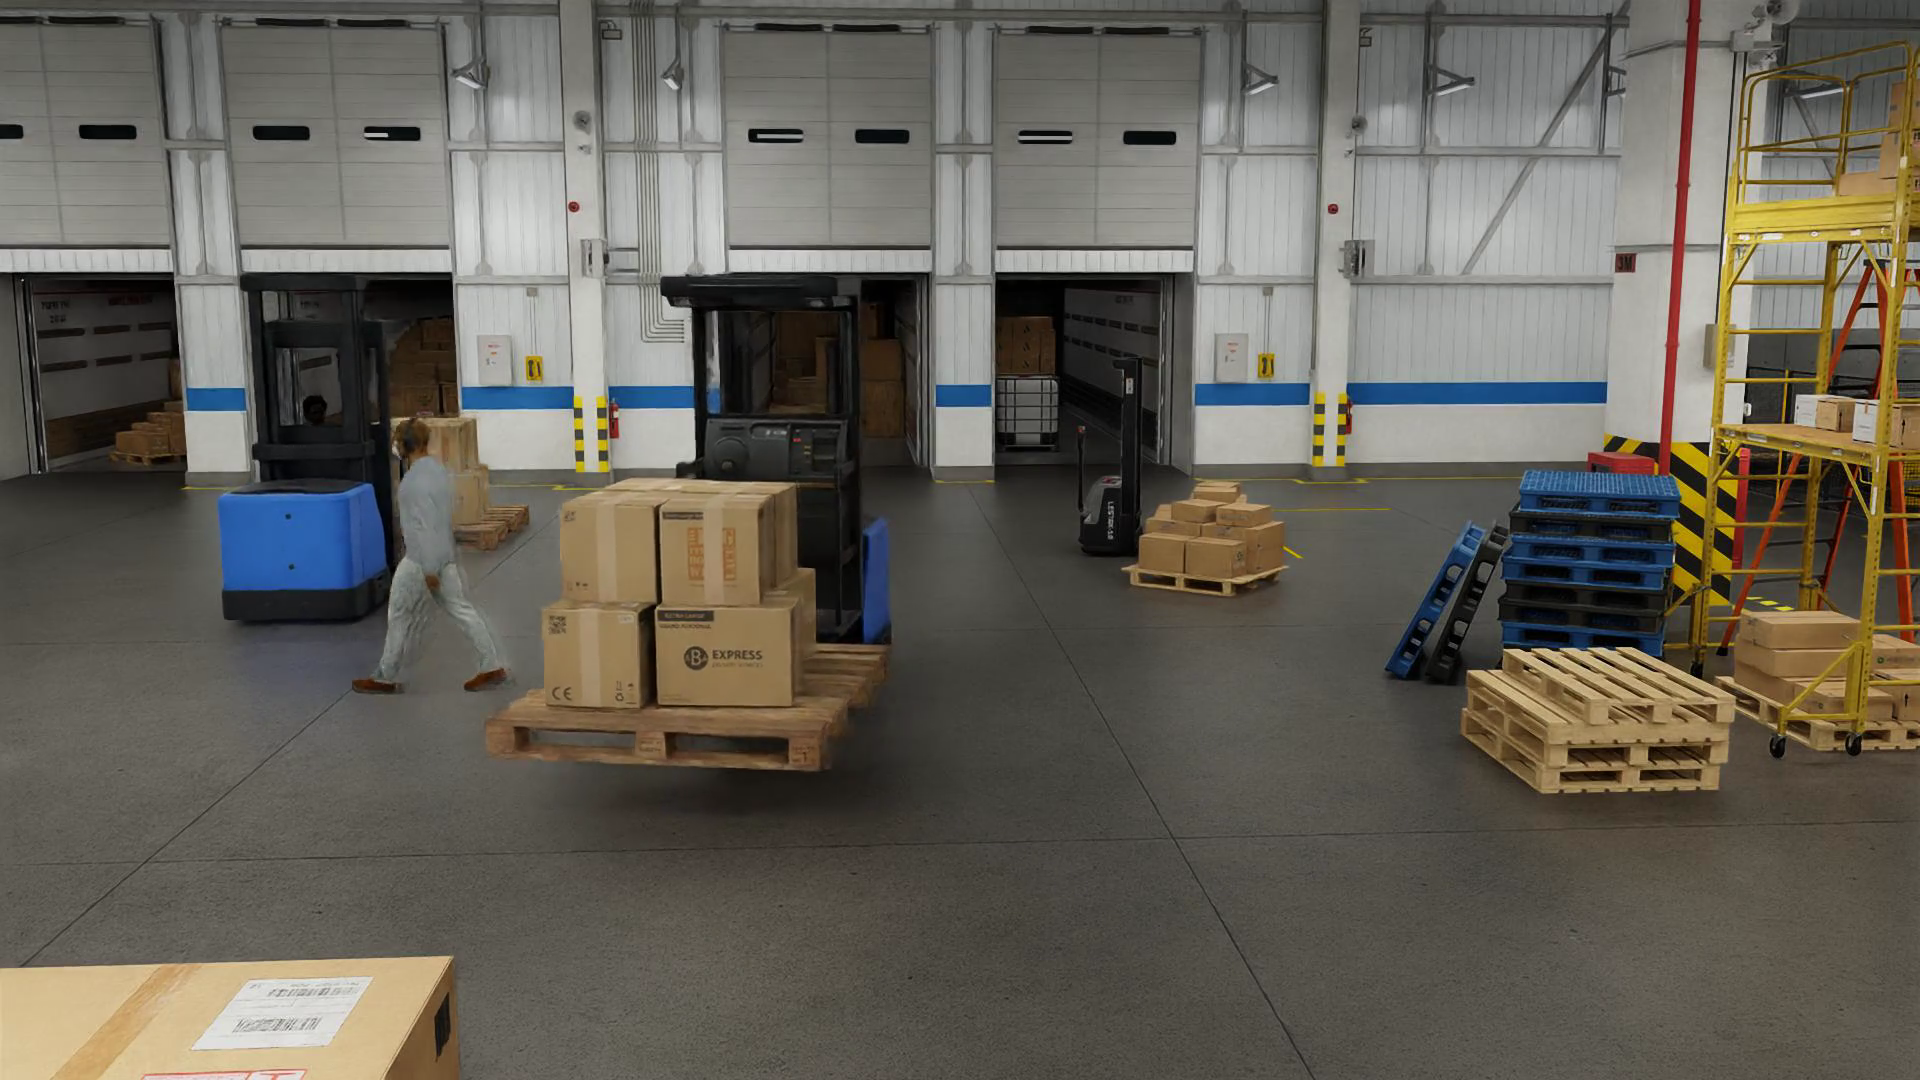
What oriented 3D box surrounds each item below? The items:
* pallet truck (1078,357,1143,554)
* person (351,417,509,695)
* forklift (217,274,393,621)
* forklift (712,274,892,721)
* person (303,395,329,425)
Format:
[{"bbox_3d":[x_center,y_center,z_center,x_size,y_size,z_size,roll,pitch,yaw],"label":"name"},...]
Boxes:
[{"bbox_3d":[2.088,-0.836,16.757,1.885,1.965,0.823,2,9,13],"label":"pallet truck"},{"bbox_3d":[-3.560,0.118,11.149,1.042,1.893,0.627,0,9,1],"label":"person"},{"bbox_3d":[-5.438,-0.834,13.983,1.129,2.768,1.873,-1,9,-4],"label":"forklift"},{"bbox_3d":[-1.129,-0.376,11.105,1.129,2.768,1.873,1,9,8],"label":"forklift"},{"bbox_3d":[-6.082,-0.533,15.796,0.317,1.695,0.540,9,13,44],"label":"person"}]
